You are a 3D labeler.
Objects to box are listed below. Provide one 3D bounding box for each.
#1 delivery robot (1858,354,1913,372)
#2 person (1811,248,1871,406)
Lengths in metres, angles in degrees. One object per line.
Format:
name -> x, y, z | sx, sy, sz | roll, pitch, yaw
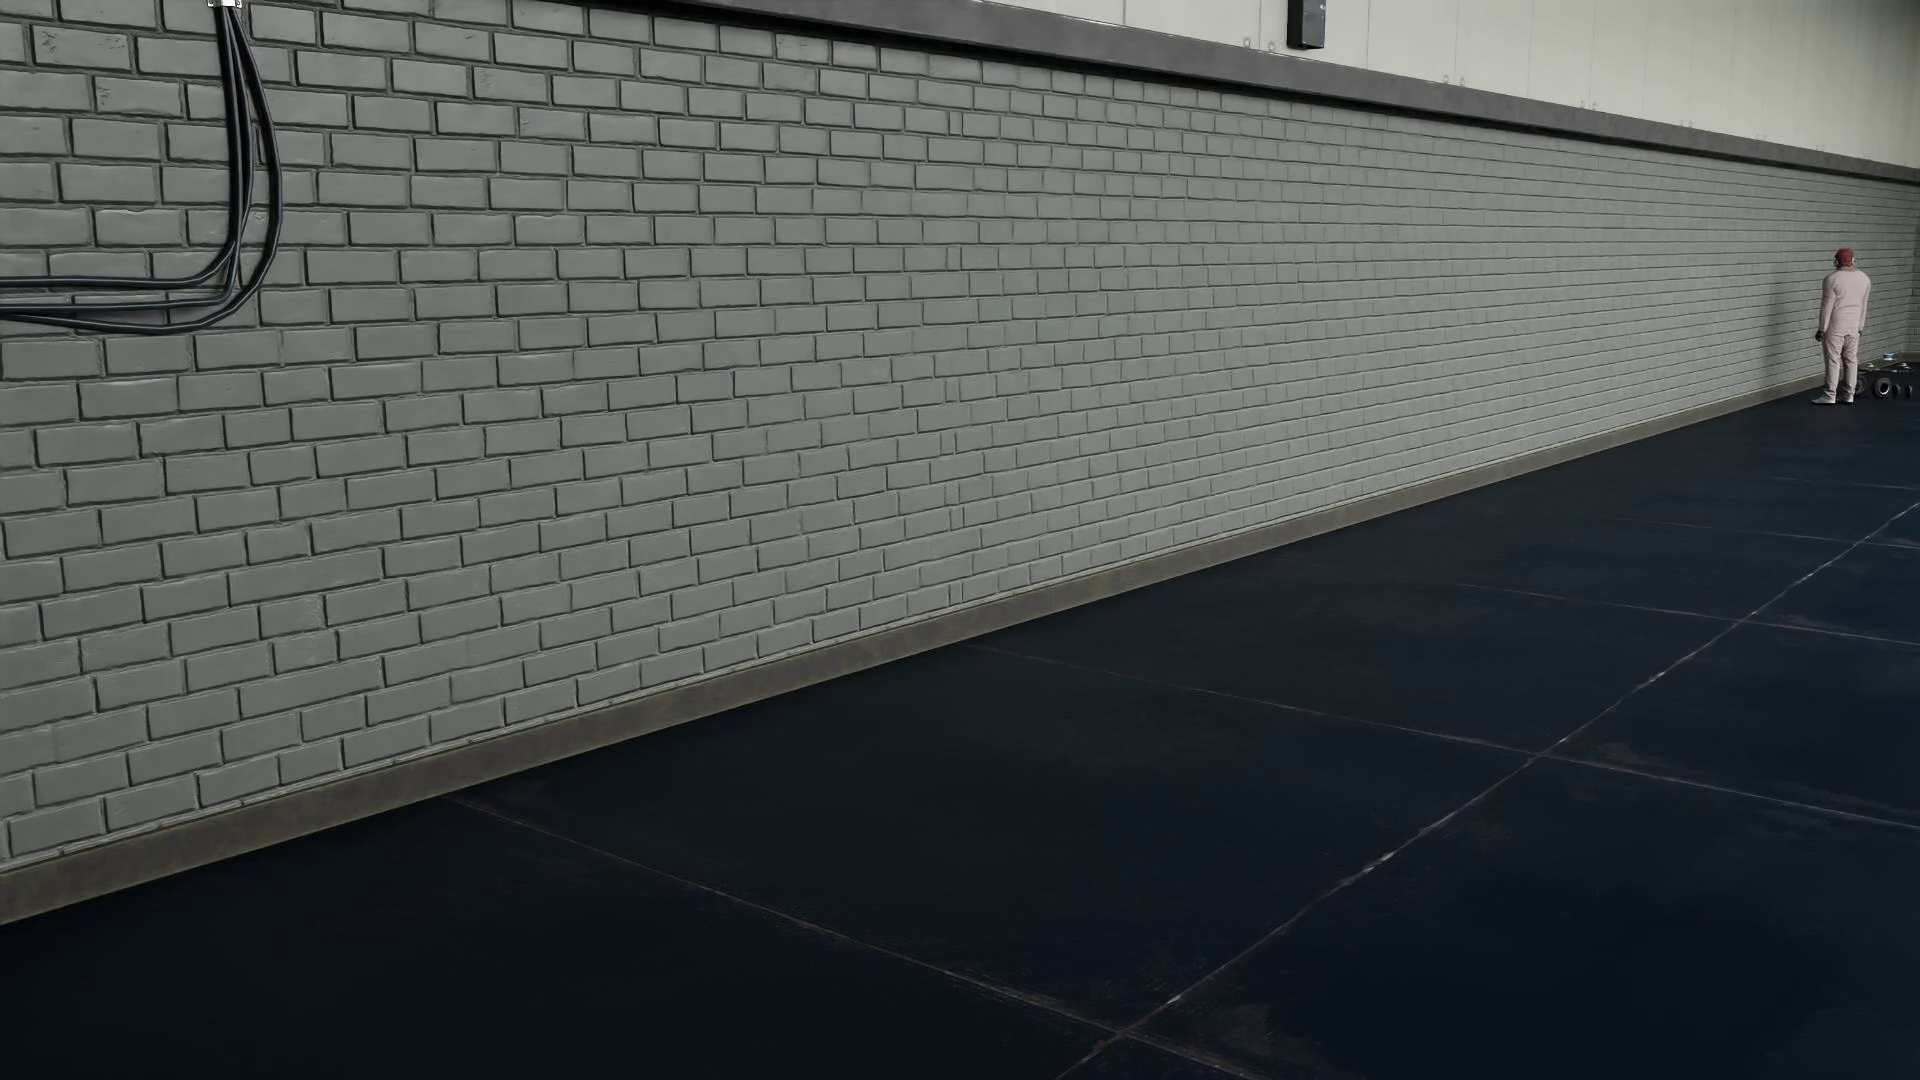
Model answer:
delivery robot -> 11.943, -2.286, 21.437 | 0.698, 0.223, 0.335 | -3, 11, -14
person -> 10.729, -2.600, 20.307 | 0.642, 1.902, 0.399 | -3, 11, -14
